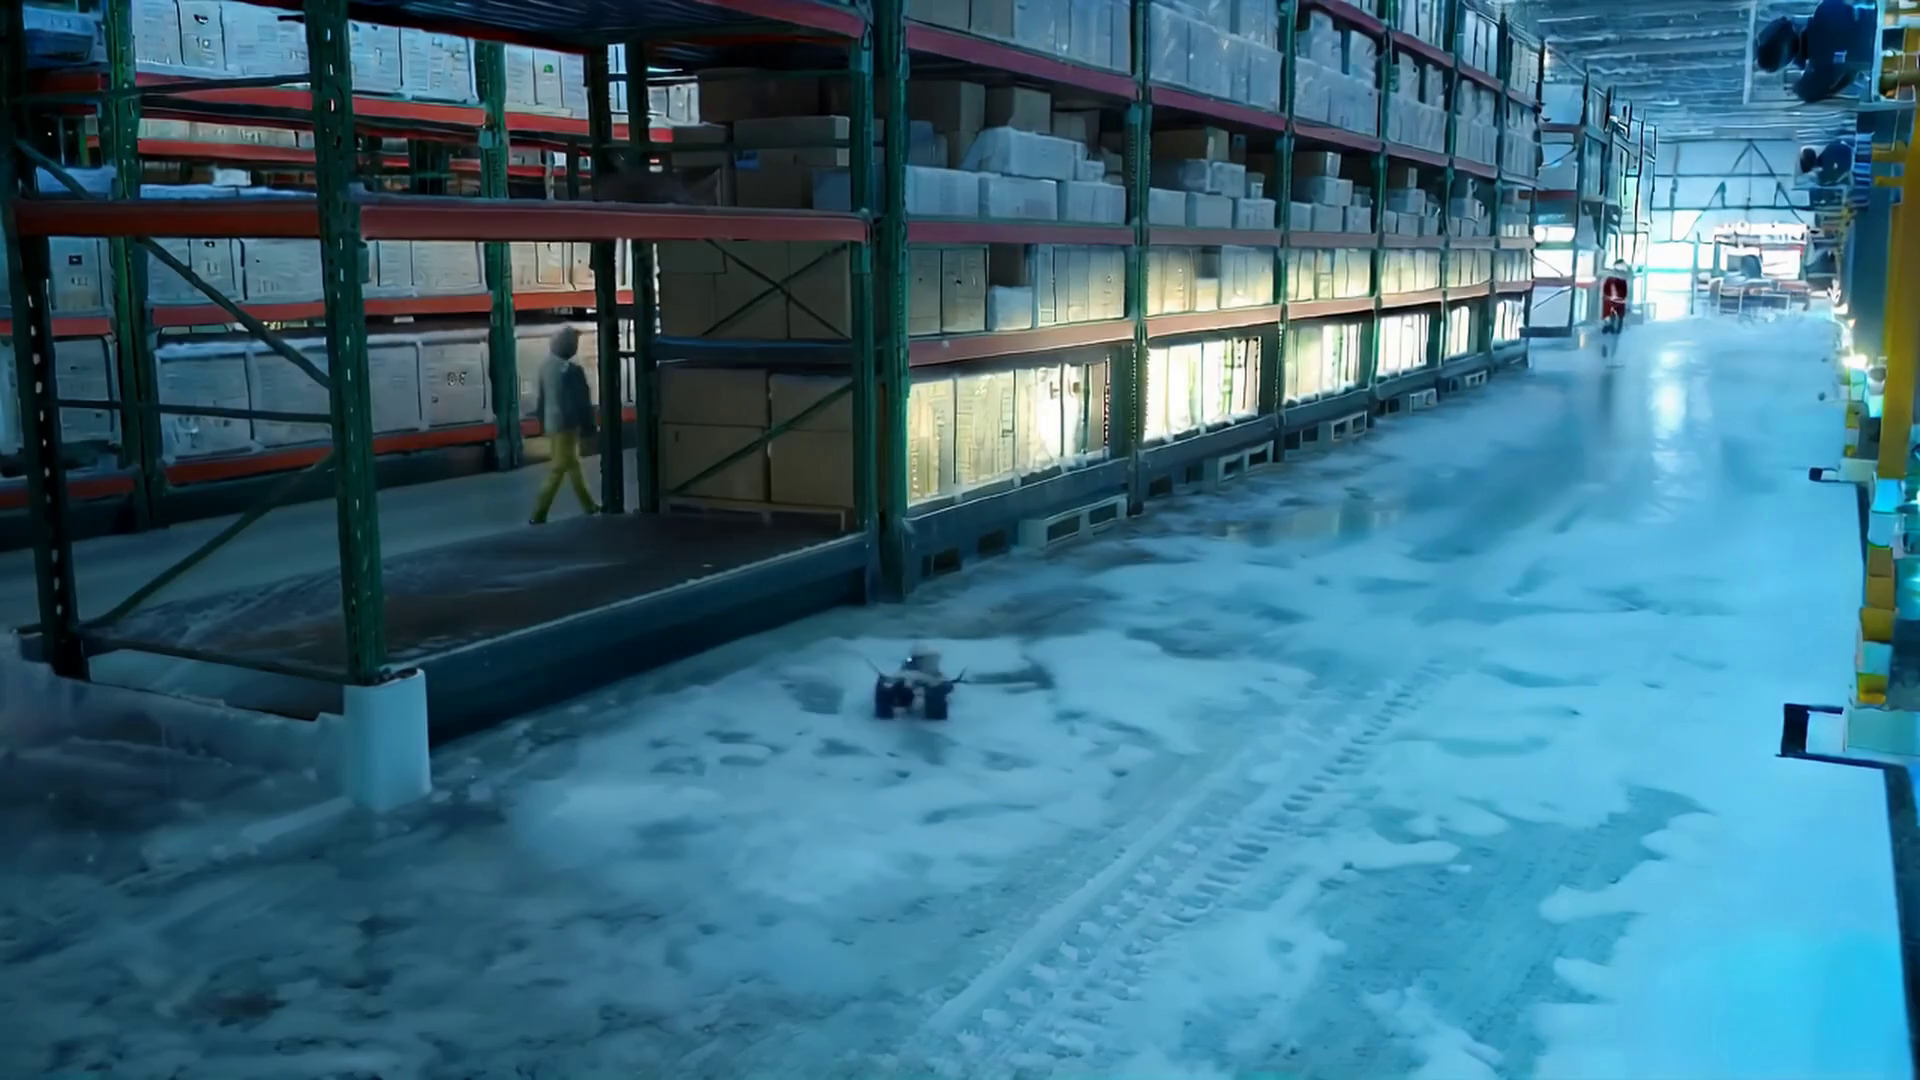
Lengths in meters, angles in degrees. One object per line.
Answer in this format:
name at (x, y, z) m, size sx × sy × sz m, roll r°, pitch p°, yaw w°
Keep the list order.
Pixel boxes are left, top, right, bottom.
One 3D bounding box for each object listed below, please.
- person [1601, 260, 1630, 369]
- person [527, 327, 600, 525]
person at (12.423, -4.260, 31.432) m, size 0.615 × 2.041 × 0.387 m, roll -8°, pitch 12°, yaw -37°
person at (-3.149, -0.888, 13.219) m, size 0.533 × 1.593 × 0.869 m, roll 8°, pitch 13°, yaw 39°
